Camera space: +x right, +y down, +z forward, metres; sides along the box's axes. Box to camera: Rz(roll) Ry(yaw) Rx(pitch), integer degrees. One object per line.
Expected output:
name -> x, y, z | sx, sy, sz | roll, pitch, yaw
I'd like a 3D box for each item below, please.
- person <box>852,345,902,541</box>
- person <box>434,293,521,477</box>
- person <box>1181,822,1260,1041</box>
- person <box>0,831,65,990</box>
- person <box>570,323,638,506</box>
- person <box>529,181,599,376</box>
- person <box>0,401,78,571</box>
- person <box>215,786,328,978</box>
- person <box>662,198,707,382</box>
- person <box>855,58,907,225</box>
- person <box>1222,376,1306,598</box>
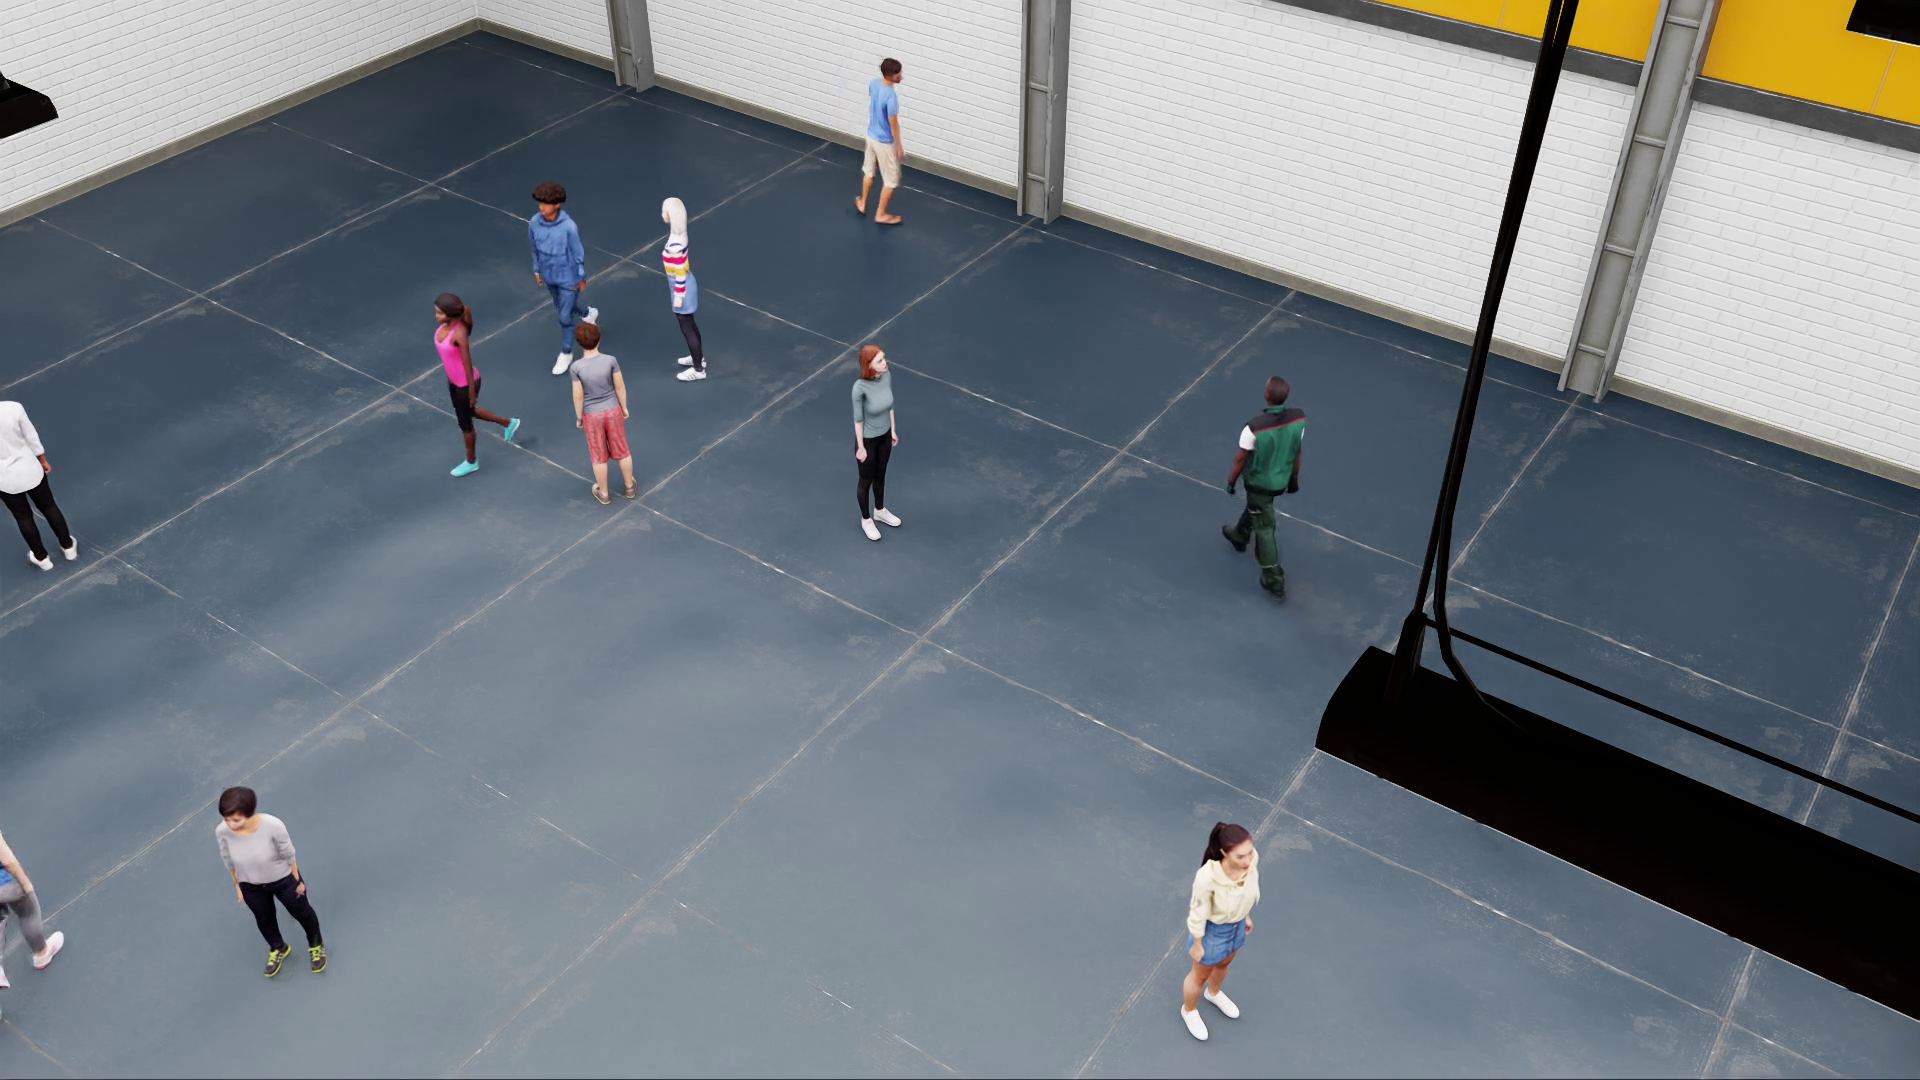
person -> -0.685, -0.802, 13.272 | 0.582, 1.738, 0.607 | 31, 48, 33
person -> -4.104, -1.347, 13.978 | 0.827, 1.709, 0.943 | -24, 45, -27
person -> 1.494, 2.218, 9.577 | 0.707, 1.631, 0.670 | -24, 45, -27
person -> -5.725, 2.069, 9.791 | 0.865, 1.595, 0.870 | 2, 39, 2
person -> -2.932, -1.029, 13.628 | 0.676, 1.650, 0.700 | -13, 41, -16
person -> -3.637, -2.491, 15.354 | 1.114, 1.779, 0.882 | 16, 41, 19
person -> -7.338, -0.556, 12.910 | 0.684, 1.807, 0.633 | -28, 46, -30
person -> -4.112, 2.006, 9.907 | 0.604, 1.550, 0.676 | -4, 39, -5
person -> -2.505, -2.278, 15.064 | 0.733, 1.808, 0.710 | -2, 39, -3
person -> -0.852, -4.190, 17.447 | 0.691, 1.823, 1.043 | 31, 48, 33
person -> 2.370, -0.386, 12.704 | 1.093, 1.797, 1.294 | -15, 41, -18
